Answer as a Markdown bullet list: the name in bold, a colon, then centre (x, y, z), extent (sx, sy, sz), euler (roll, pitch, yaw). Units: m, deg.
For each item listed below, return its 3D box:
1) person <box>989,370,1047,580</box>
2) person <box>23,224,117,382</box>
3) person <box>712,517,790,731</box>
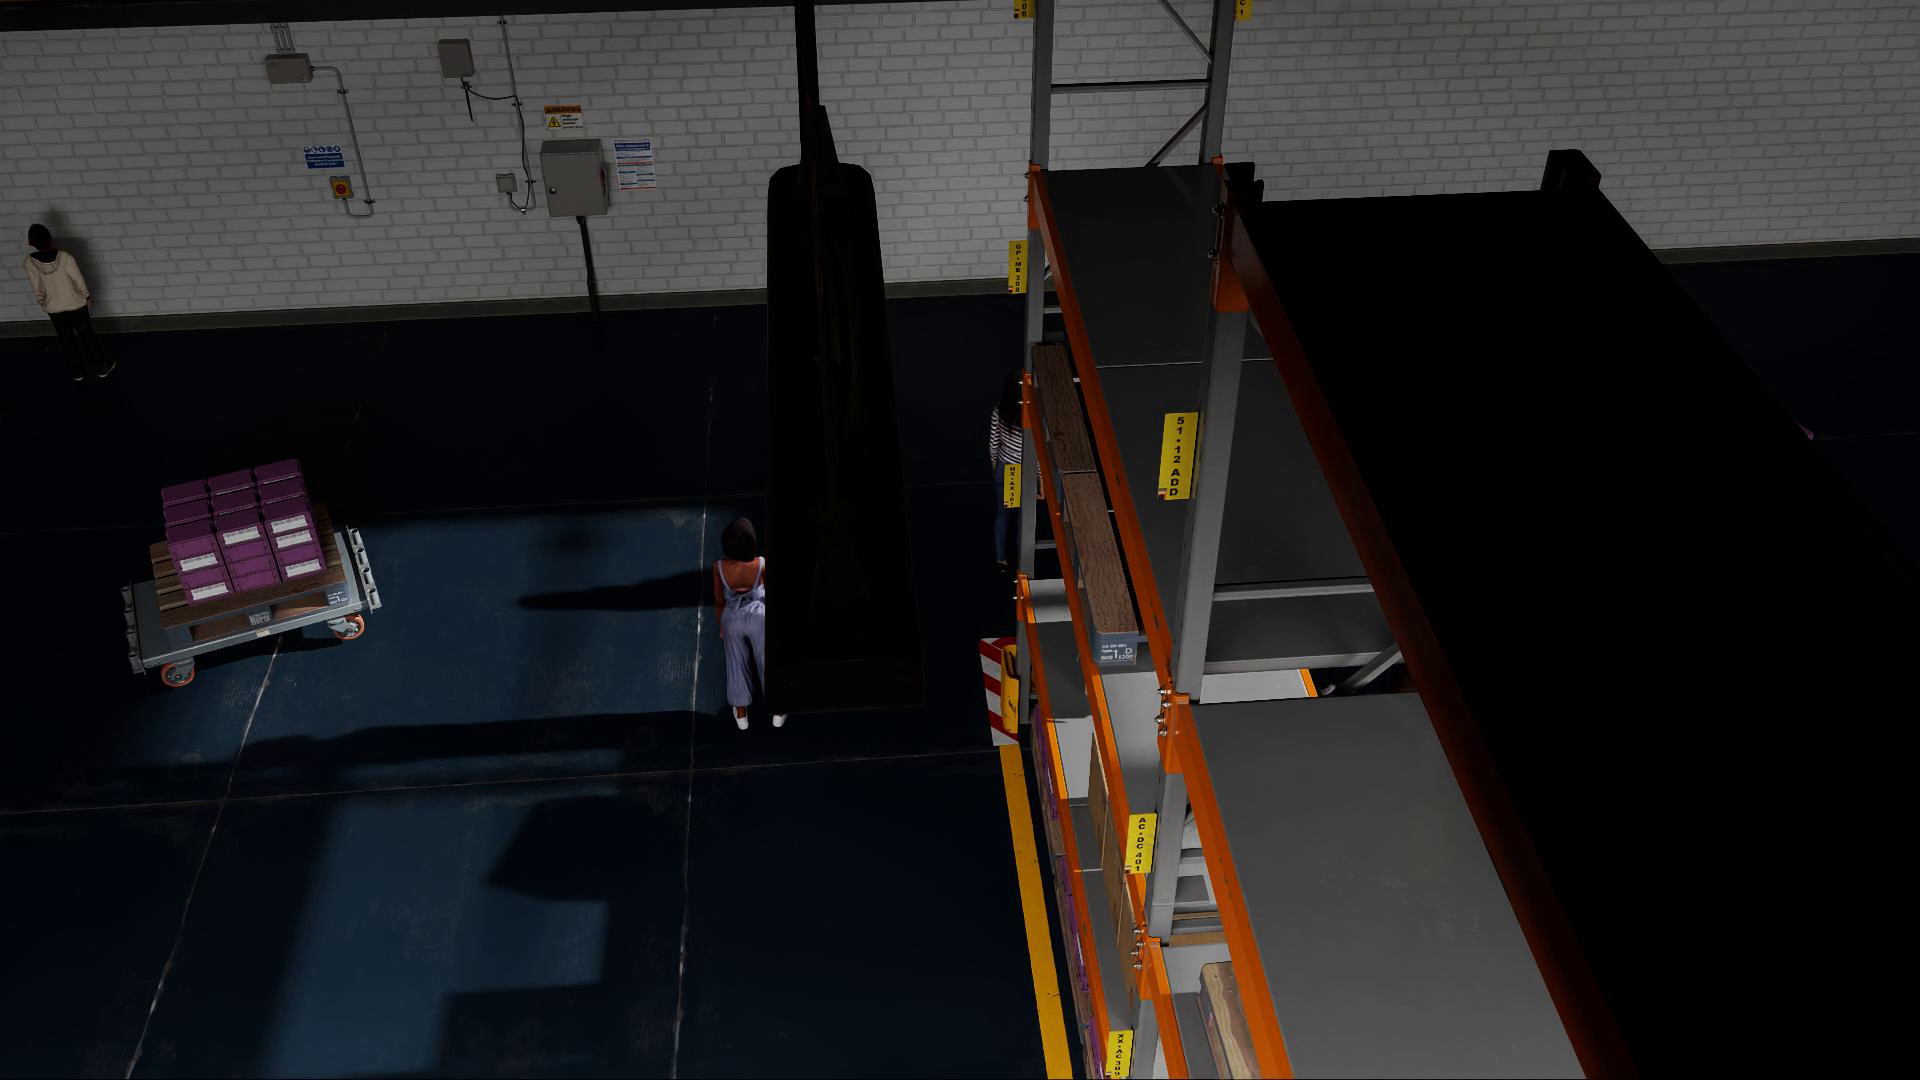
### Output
- **person**: centre (0.408, -0.442, 11.965), extent (0.653, 1.796, 0.689), euler (23, 44, 26)
- **person**: centre (-7.662, -2.032, 14.227), extent (0.602, 1.458, 0.552), euler (-8, 39, -10)
- **person**: centre (-1.371, 0.546, 10.808), extent (0.580, 1.695, 0.501), euler (-2, 39, -2)
